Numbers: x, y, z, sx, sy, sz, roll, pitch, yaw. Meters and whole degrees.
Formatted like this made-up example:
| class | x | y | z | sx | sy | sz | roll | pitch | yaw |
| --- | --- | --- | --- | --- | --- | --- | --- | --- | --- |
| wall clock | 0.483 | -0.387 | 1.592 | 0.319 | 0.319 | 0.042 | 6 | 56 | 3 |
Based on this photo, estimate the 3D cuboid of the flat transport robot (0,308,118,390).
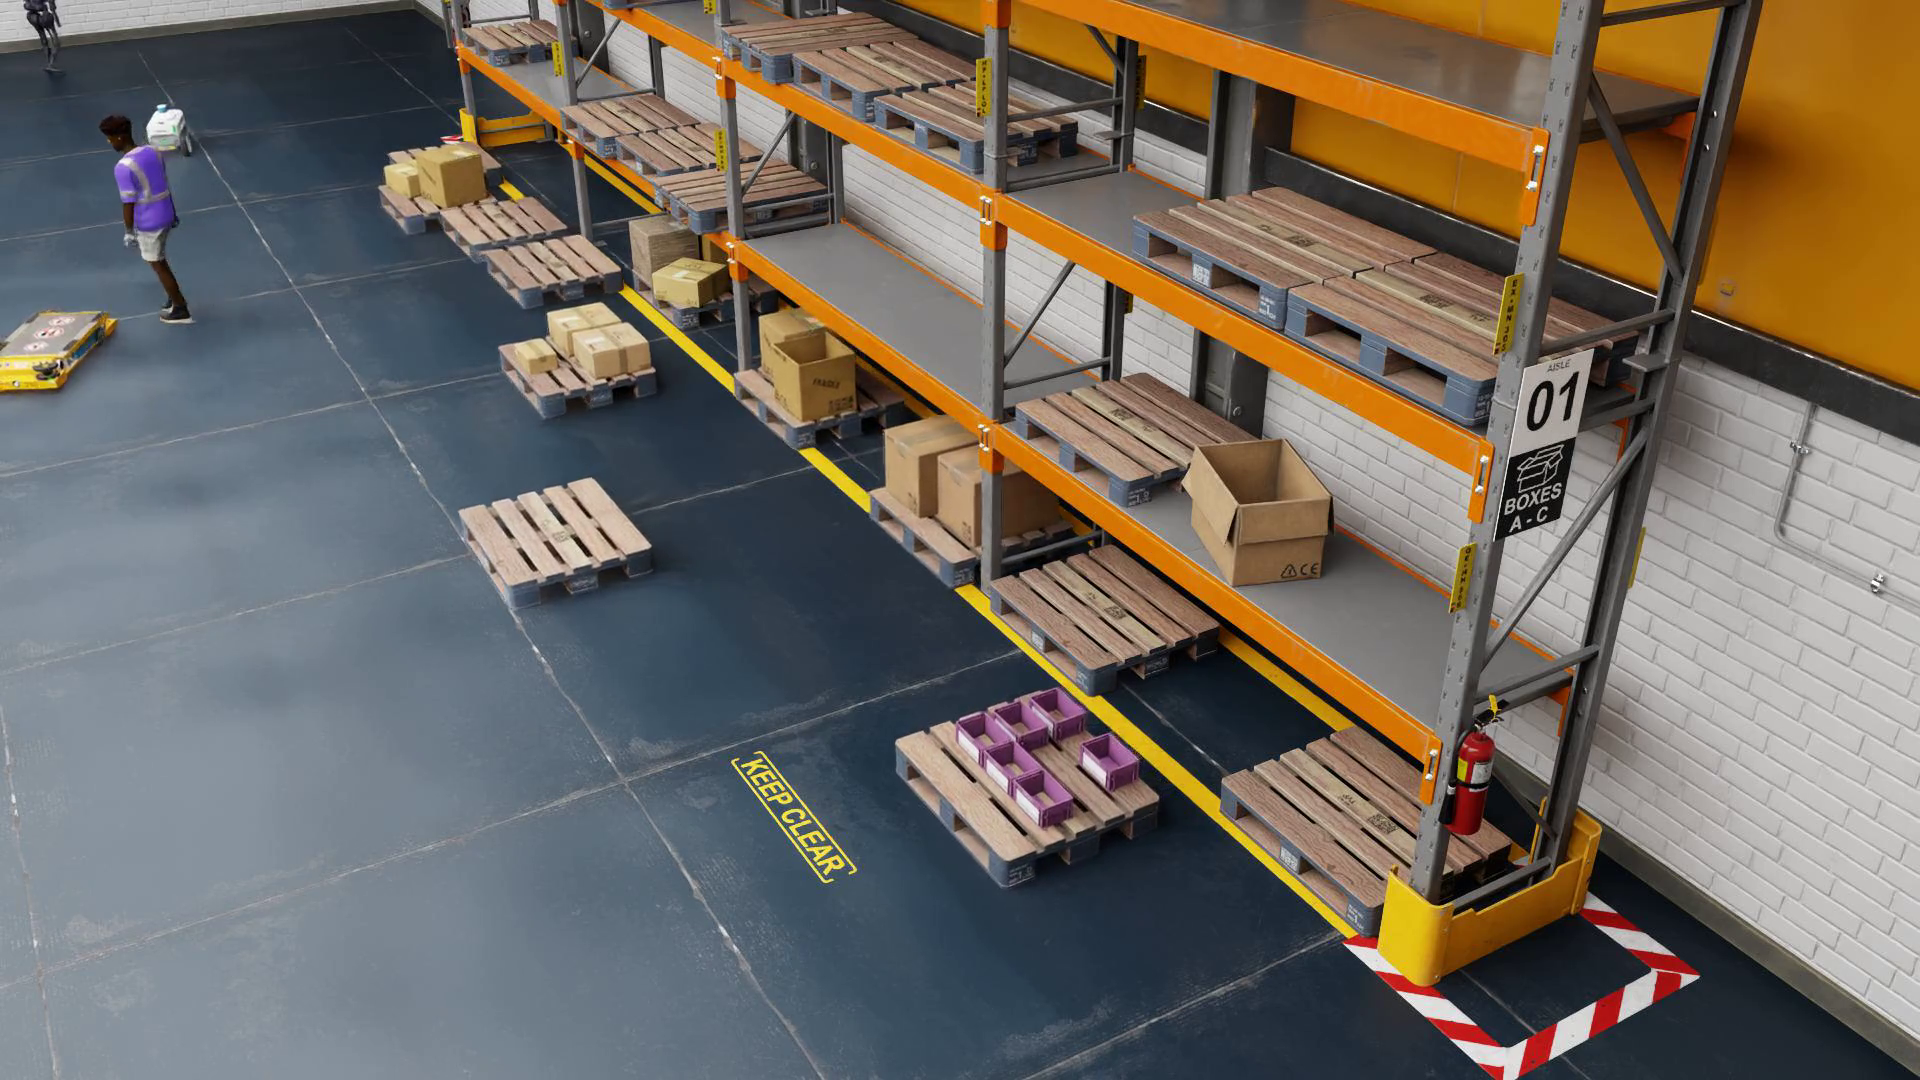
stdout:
| class | x | y | z | sx | sy | sz | roll | pitch | yaw |
| --- | --- | --- | --- | --- | --- | --- | --- | --- | --- |
| flat transport robot | -8.000 | -1.685 | 14.606 | 0.659 | 0.231 | 1.431 | -2 | 30 | -4 |

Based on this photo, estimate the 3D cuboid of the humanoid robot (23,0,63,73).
| class | x | y | z | sx | sy | sz | roll | pitch | yaw |
| --- | --- | --- | --- | --- | --- | --- | --- | --- | --- |
| humanoid robot | -12.877 | -7.362 | 23.207 | 0.600 | 1.646 | 0.473 | 14 | 32 | 23 |

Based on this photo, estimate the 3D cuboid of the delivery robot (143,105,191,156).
| class | x | y | z | sx | sy | sz | roll | pitch | yaw |
| --- | --- | --- | --- | --- | --- | --- | --- | --- | --- |
| delivery robot | -9.559 | -4.943 | 20.044 | 0.499 | 0.571 | 0.756 | -8 | 30 | -13 |

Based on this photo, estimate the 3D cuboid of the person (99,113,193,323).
| class | x | y | z | sx | sy | sz | roll | pitch | yaw |
| --- | --- | --- | --- | --- | --- | --- | --- | --- | --- |
| person | -7.366 | -2.902 | 15.056 | 0.522 | 1.939 | 0.663 | 4 | 30 | 6 |
